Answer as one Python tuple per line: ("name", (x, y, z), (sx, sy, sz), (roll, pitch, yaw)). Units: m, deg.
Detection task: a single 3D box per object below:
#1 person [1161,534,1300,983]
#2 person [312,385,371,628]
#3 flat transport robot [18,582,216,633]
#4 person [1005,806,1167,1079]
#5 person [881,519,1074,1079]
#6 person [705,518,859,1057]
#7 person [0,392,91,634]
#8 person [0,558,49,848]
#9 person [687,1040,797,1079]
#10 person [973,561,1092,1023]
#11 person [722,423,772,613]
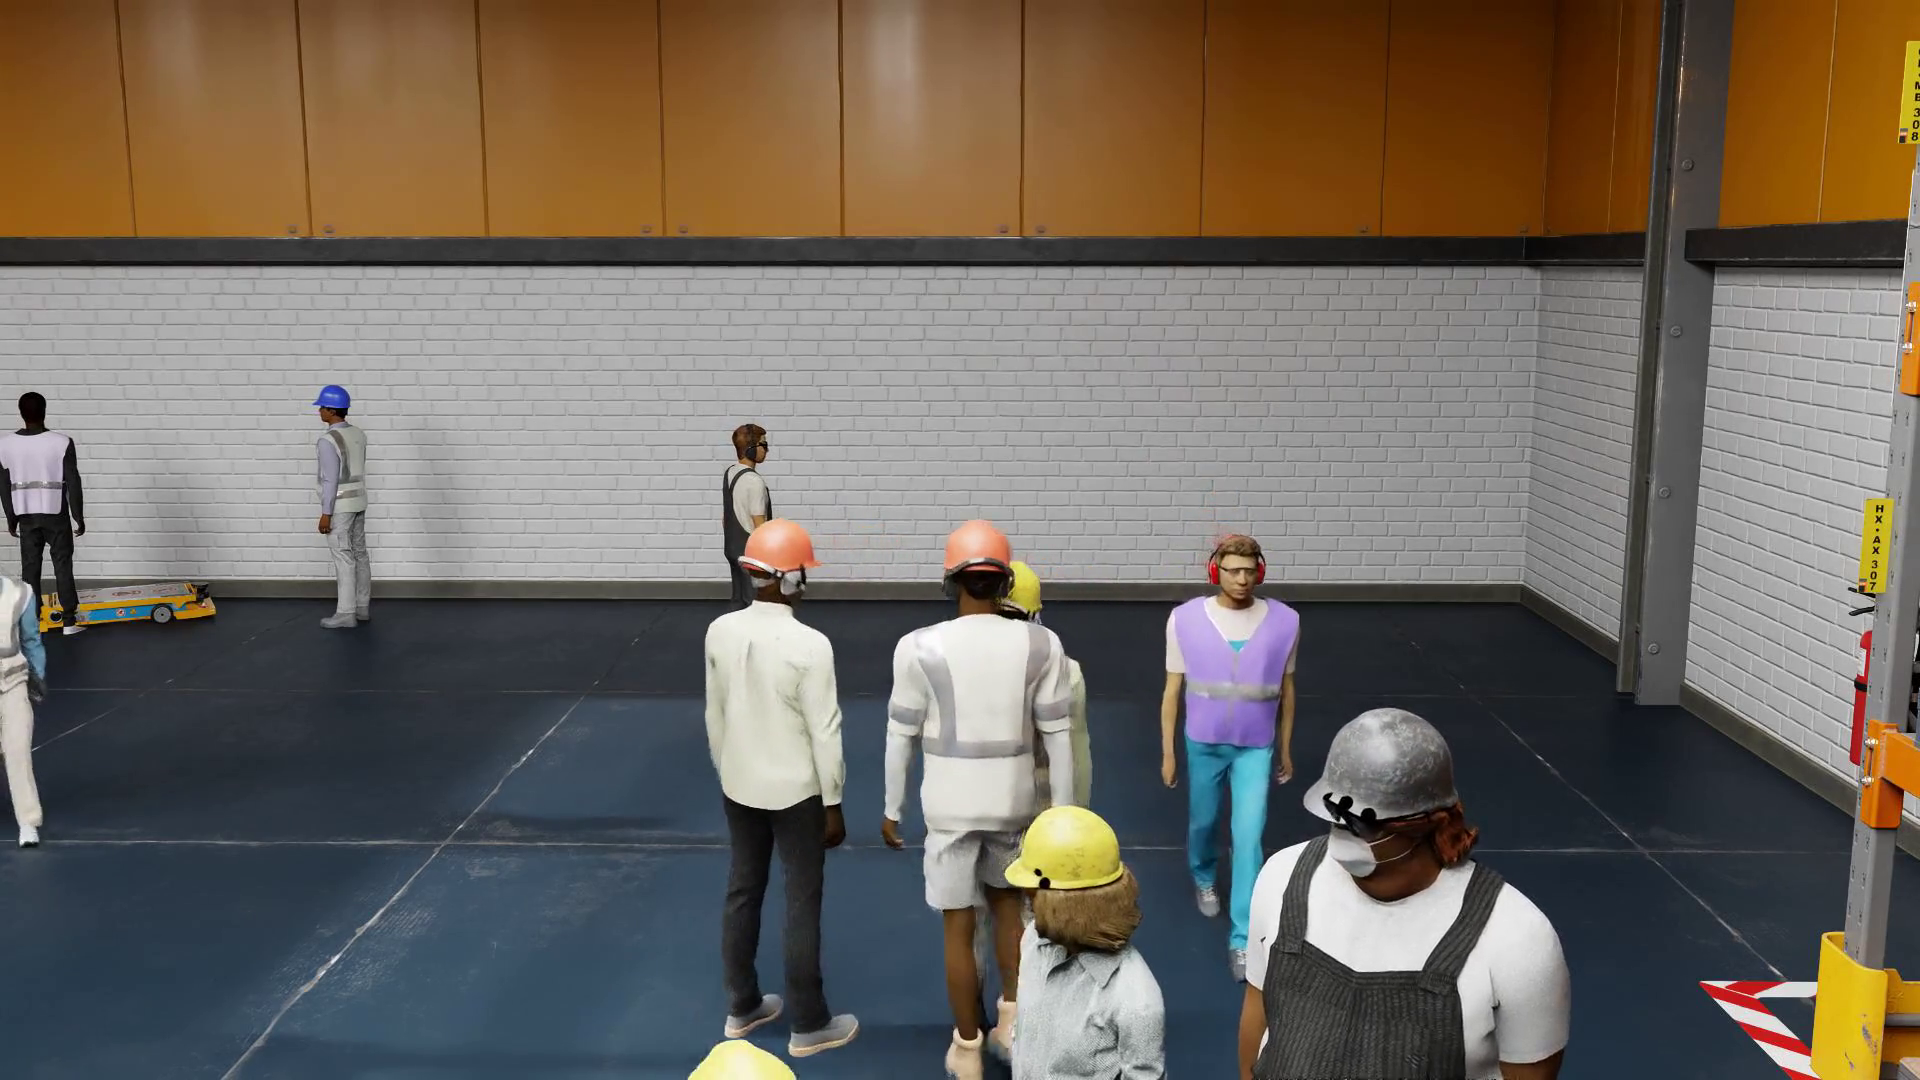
("person", (1.145, 0.847, 7.092), (0.574, 1.805, 0.955), (1, 9, 4))
("person", (-4.966, -0.273, 13.378), (0.380, 1.951, 0.605), (1, 10, 5))
("flat transport robot", (-6.878, 0.536, 13.555), (1.431, 0.197, 0.652), (-5, 11, -28))
("person", (0.259, 1.437, 3.766), (0.313, 1.740, 0.487), (-6, 11, -31))
("person", (0.061, 0.938, 5.913), (0.642, 2.017, 0.501), (-3, 10, -15))
("person", (-0.668, 0.907, 6.174), (0.620, 1.992, 0.390), (7, 11, 34))
("person", (-7.180, -0.199, 13.022), (0.593, 1.922, 0.392), (-2, 10, -10))
("person", (-4.905, 0.739, 8.398), (0.553, 1.594, 0.879), (-8, 12, -39))
("person", (-0.297, 1.650, 2.534), (0.532, 1.730, 0.832), (-3, 10, -18))
("person", (0.186, 0.987, 6.228), (0.615, 1.815, 0.426), (2, 10, 13))
("person", (-1.419, 0.131, 11.268), (0.333, 1.844, 0.514), (-6, 11, -34))
